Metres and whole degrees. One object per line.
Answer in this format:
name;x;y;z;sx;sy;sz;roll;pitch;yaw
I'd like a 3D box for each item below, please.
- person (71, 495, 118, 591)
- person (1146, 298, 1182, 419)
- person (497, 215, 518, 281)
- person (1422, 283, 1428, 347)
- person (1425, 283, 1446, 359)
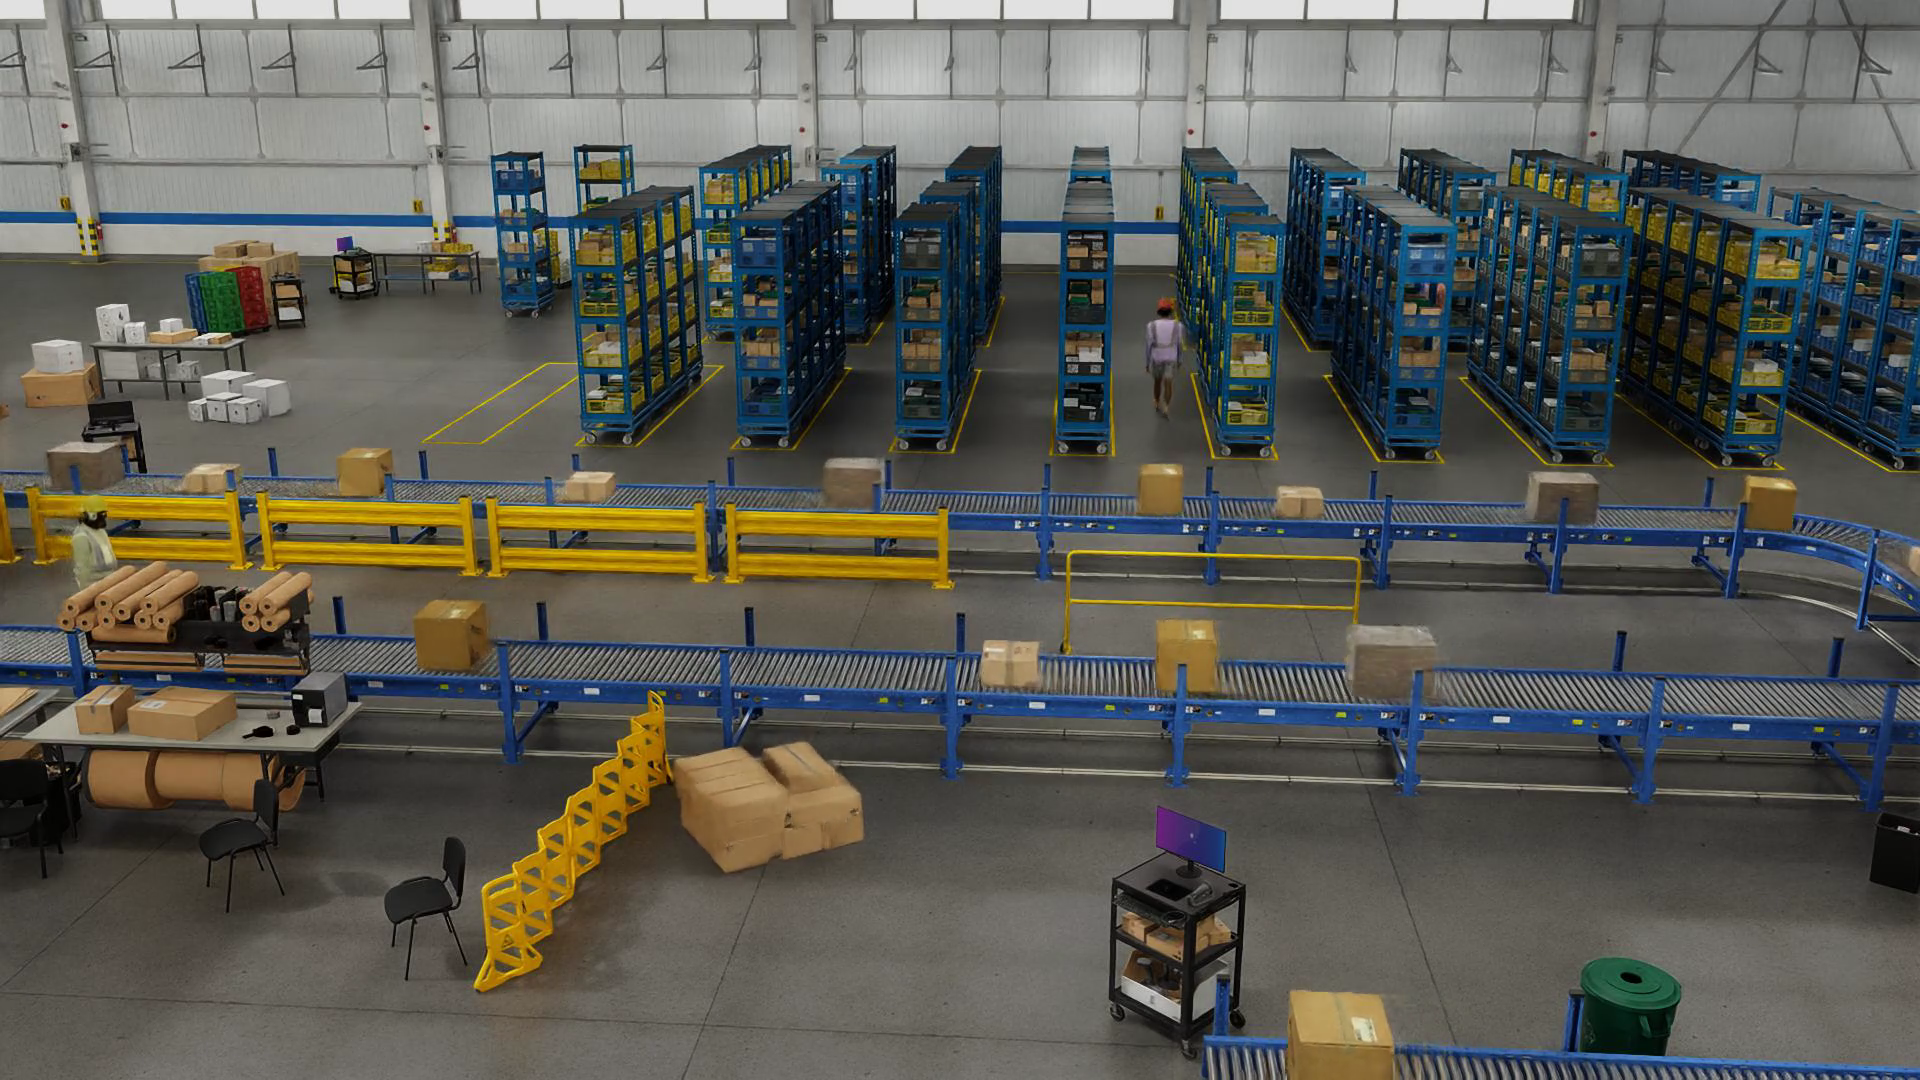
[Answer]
person;-8.923;0.430;17.234;0.412;1.809;0.620;-3;18;-8
person;3.437;-3.067;28.036;0.621;2.006;1.033;1;18;4
person;-11.488;-7.481;42.494;0.870;1.709;0.590;-4;18;-13
person;9.318;-4.519;32.913;0.442;1.831;0.579;0;17;1
person;9.084;-4.315;31.982;0.375;1.997;0.612;-5;18;-17
